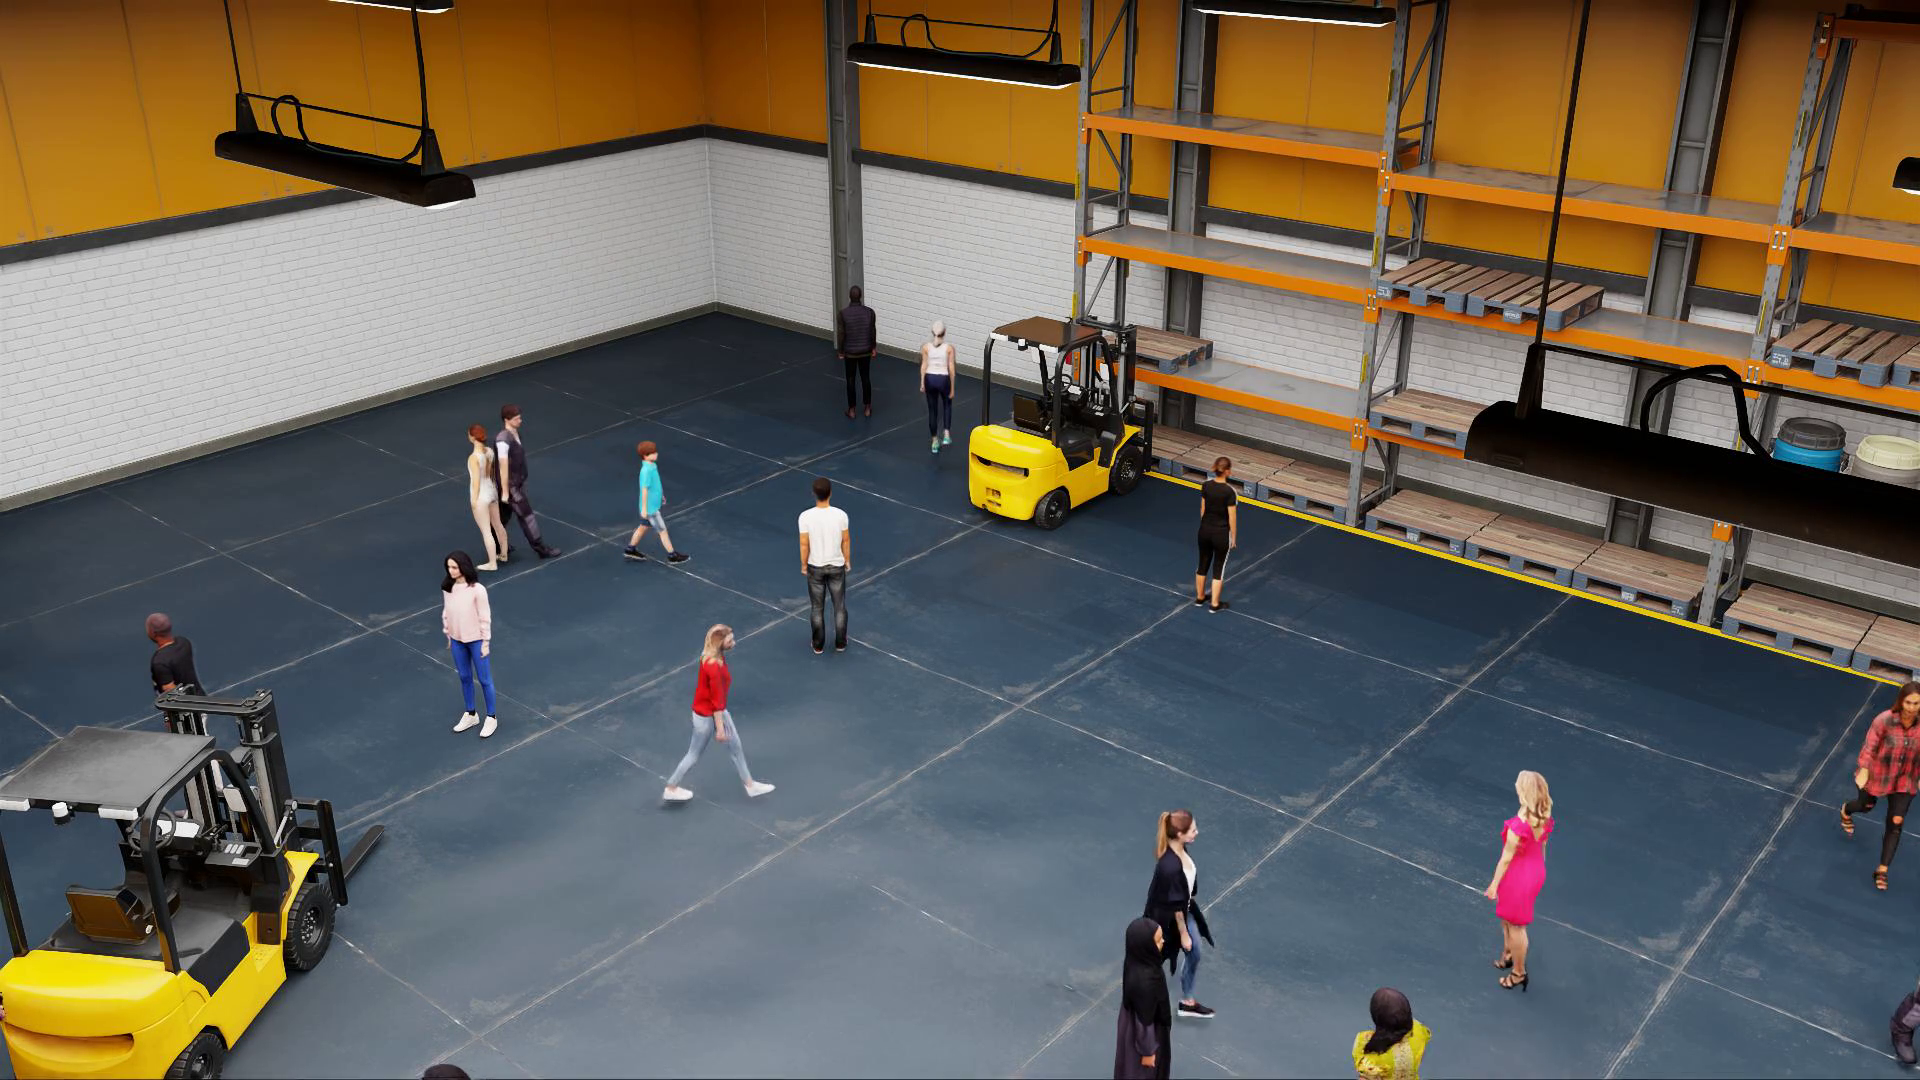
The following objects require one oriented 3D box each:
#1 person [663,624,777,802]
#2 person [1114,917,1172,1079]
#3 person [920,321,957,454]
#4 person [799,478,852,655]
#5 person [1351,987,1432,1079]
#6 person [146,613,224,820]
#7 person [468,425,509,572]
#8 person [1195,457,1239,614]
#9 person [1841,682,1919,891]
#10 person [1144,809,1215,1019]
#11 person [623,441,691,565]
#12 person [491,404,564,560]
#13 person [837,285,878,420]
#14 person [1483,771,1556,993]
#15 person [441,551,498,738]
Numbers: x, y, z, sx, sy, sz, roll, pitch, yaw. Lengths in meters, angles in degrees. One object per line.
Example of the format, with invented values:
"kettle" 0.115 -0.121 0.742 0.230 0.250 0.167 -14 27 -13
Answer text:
"person" -2.120 1.461 13.603 1.214 1.635 1.172 -4 24 -9
"person" 1.114 2.985 10.143 0.752 1.614 0.708 1 24 3
"person" -0.297 -1.936 21.311 0.761 1.686 0.829 1 24 2
"person" -1.307 0.249 16.171 0.709 1.799 0.754 -3 24 -8
"person" 2.472 3.293 9.435 1.028 1.618 1.291 -10 26 -22
"person" -6.308 1.408 13.516 0.799 1.803 0.757 0 24 -1
"person" -5.139 -0.470 18.012 0.585 1.643 0.614 8 25 17
"person" 2.617 -0.068 17.060 0.469 1.668 0.647 21 31 39
"person" 7.122 1.789 12.814 1.143 1.668 1.032 5 24 10
"person" 1.304 2.528 11.129 0.883 1.661 0.769 9 25 20
"person" -3.446 -0.392 18.121 1.018 1.411 0.919 0 24 0
"person" -4.955 -0.594 18.101 1.253 1.798 1.164 -2 24 -5
"person" -1.392 -2.555 22.540 0.778 1.836 0.787 -6 24 -14
"person" 3.931 2.376 11.414 0.629 1.712 0.667 -19 30 -36
"person" -4.336 0.898 14.725 0.590 1.769 0.759 10 25 21
